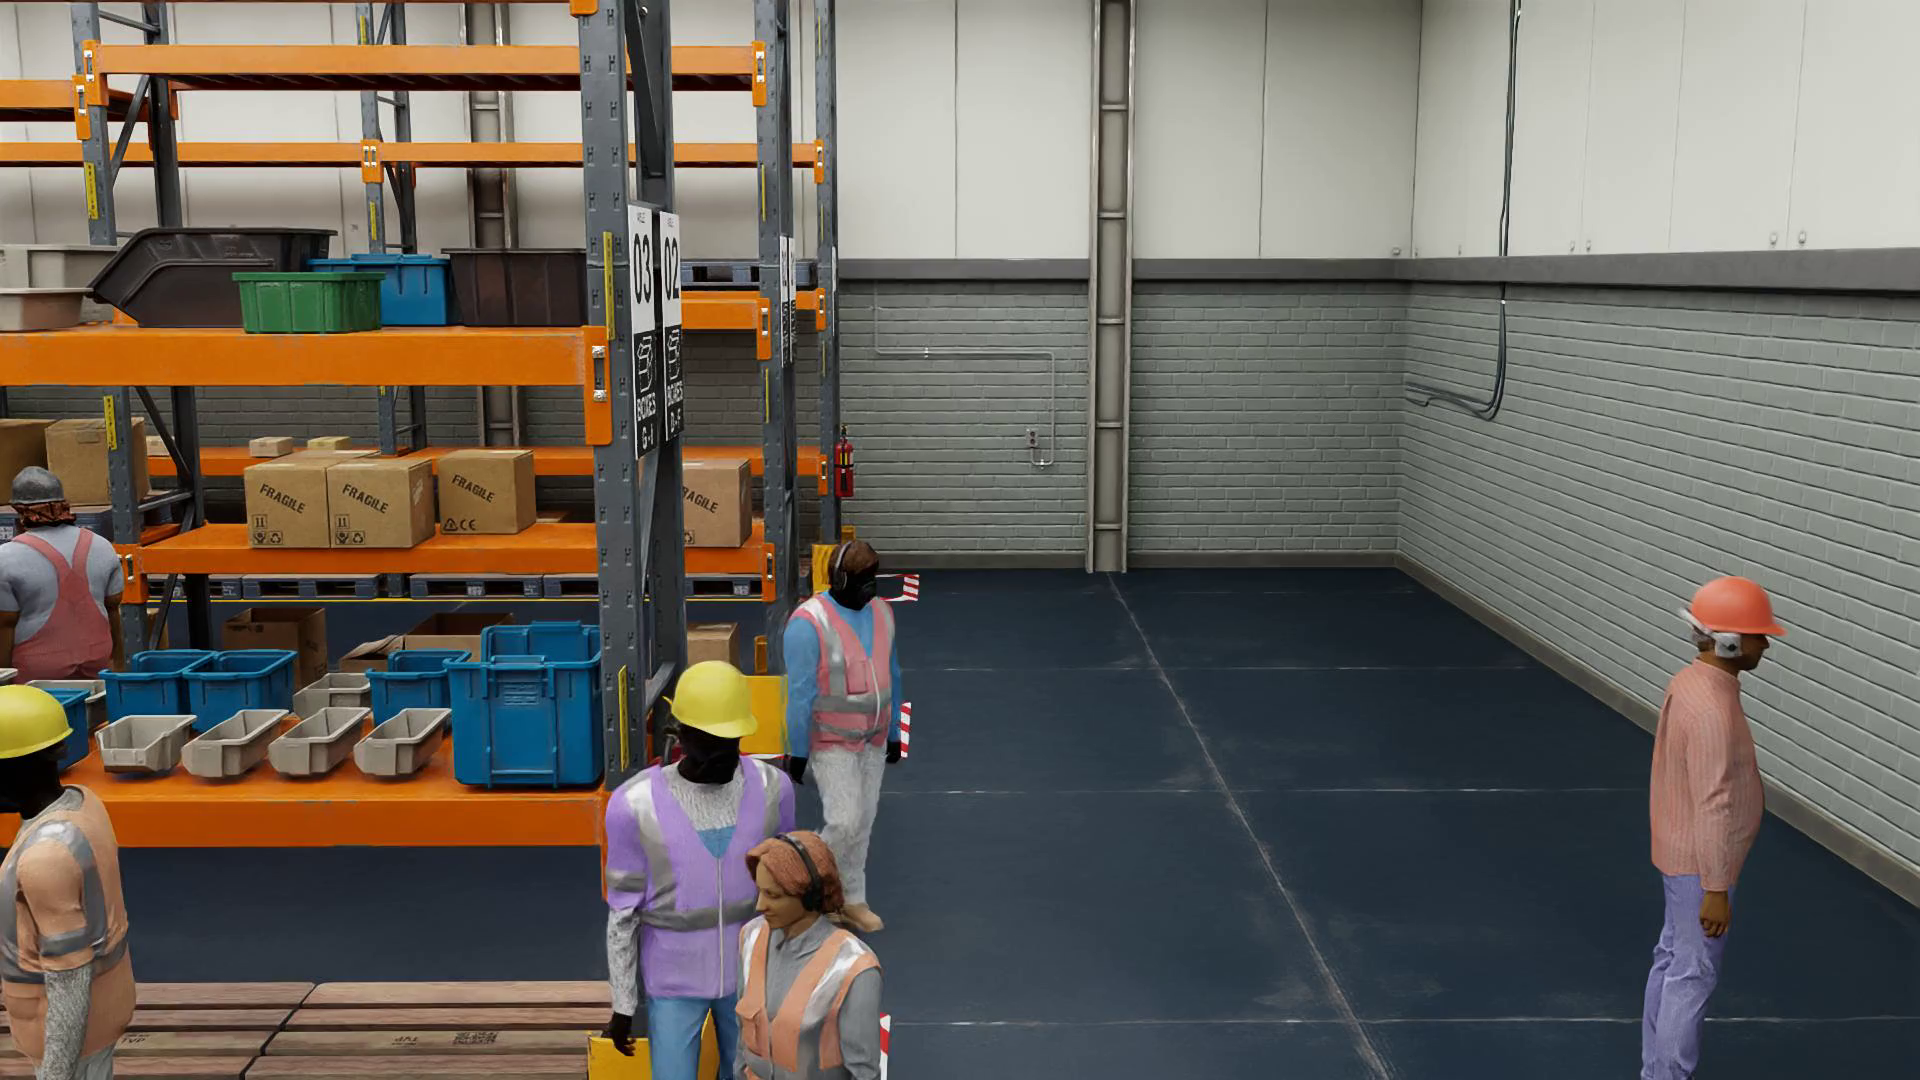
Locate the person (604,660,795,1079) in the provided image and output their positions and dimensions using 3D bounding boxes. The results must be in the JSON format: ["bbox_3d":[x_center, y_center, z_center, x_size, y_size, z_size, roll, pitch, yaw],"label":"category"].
[{"bbox_3d":[-0.745,1.285,4.950,0.606,1.911,0.400,-5,10,-27],"label":"person"}]

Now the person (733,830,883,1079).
[{"bbox_3d":[-0.389,1.532,4.288,0.523,1.631,0.315,8,12,42],"label":"person"}]

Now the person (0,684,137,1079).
[{"bbox_3d":[-2.490,1.335,4.595,0.383,1.922,0.593,-4,10,-22],"label":"person"}]

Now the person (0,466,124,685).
[{"bbox_3d":[-4.723,0.617,8.640,0.535,2.000,0.682,5,11,29],"label":"person"}]

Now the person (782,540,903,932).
[{"bbox_3d":[-0.500,0.902,7.545,0.449,1.825,0.654,8,12,41],"label":"person"}]

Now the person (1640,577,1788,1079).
[{"bbox_3d":[2.598,1.107,5.782,0.392,1.991,0.625,3,10,16],"label":"person"}]
